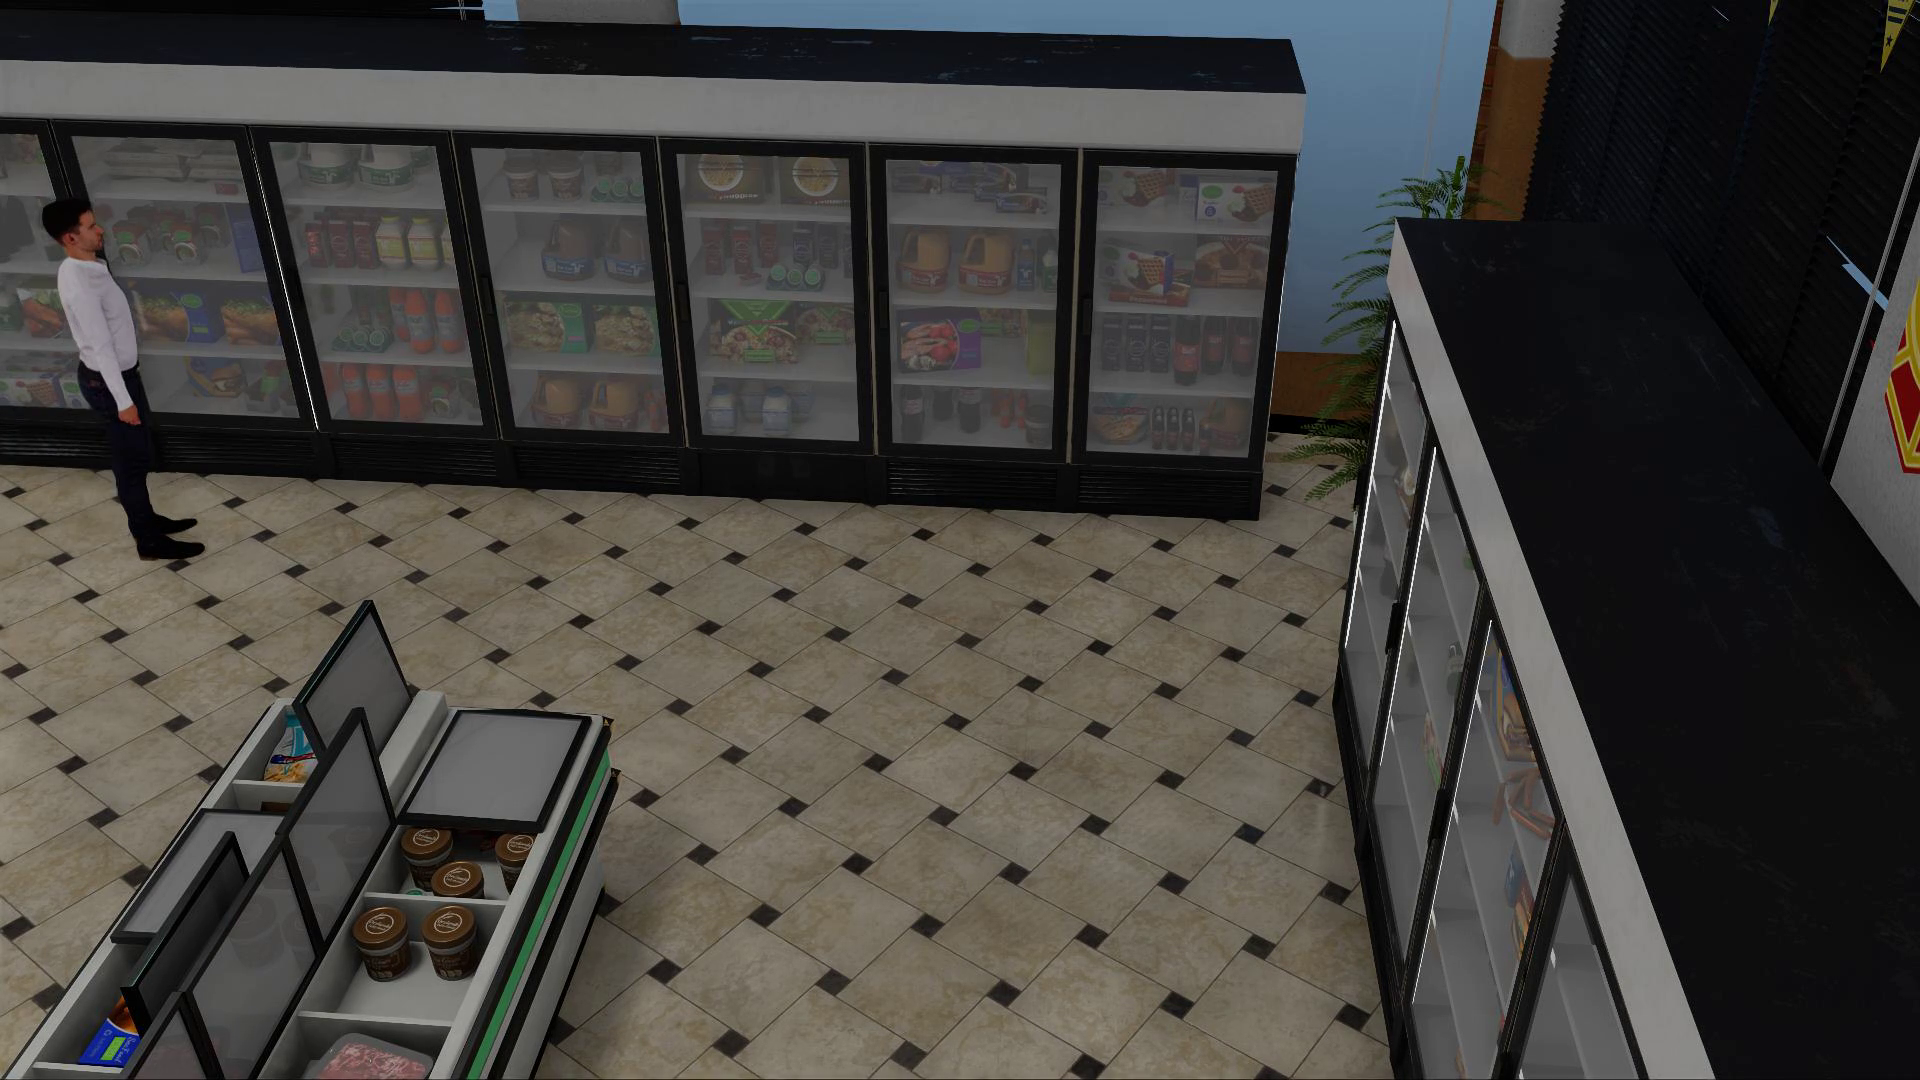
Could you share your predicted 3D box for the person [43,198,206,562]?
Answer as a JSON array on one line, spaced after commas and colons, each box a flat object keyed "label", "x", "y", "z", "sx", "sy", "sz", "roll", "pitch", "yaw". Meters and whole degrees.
[{"label": "person", "x": -4.165, "y": -0.778, "z": 8.157, "sx": 0.775, "sy": 1.867, "sz": 0.680, "roll": -14, "pitch": 34, "yaw": -21}]
